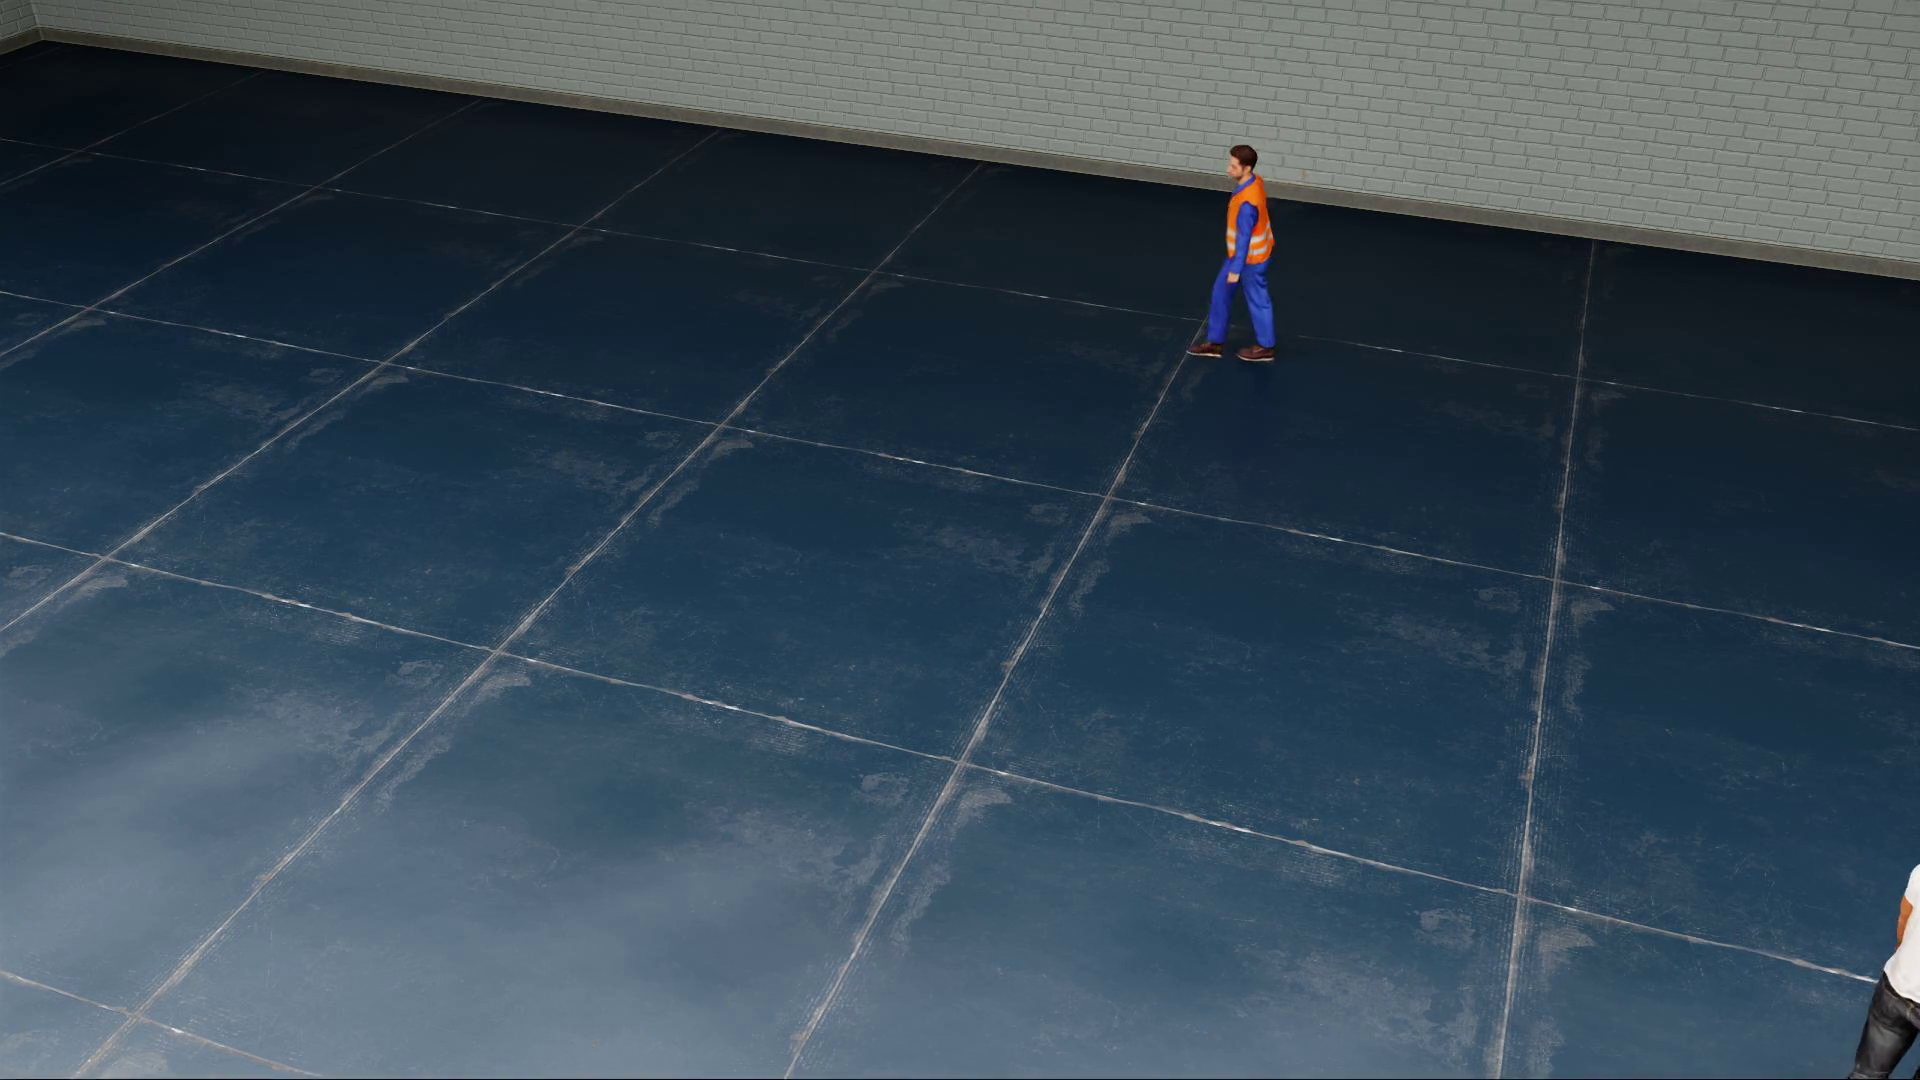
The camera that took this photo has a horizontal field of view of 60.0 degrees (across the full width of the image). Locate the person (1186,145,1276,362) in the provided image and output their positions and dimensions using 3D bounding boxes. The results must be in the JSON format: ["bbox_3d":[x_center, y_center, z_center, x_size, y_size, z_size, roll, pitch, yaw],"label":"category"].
[{"bbox_3d":[2.284,-2.173,12.810,0.952,1.814,0.996,2,33,3],"label":"person"}]

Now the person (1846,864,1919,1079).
[{"bbox_3d":[3.804,1.870,6.624,1.015,1.781,0.873,-27,41,-34],"label":"person"}]
